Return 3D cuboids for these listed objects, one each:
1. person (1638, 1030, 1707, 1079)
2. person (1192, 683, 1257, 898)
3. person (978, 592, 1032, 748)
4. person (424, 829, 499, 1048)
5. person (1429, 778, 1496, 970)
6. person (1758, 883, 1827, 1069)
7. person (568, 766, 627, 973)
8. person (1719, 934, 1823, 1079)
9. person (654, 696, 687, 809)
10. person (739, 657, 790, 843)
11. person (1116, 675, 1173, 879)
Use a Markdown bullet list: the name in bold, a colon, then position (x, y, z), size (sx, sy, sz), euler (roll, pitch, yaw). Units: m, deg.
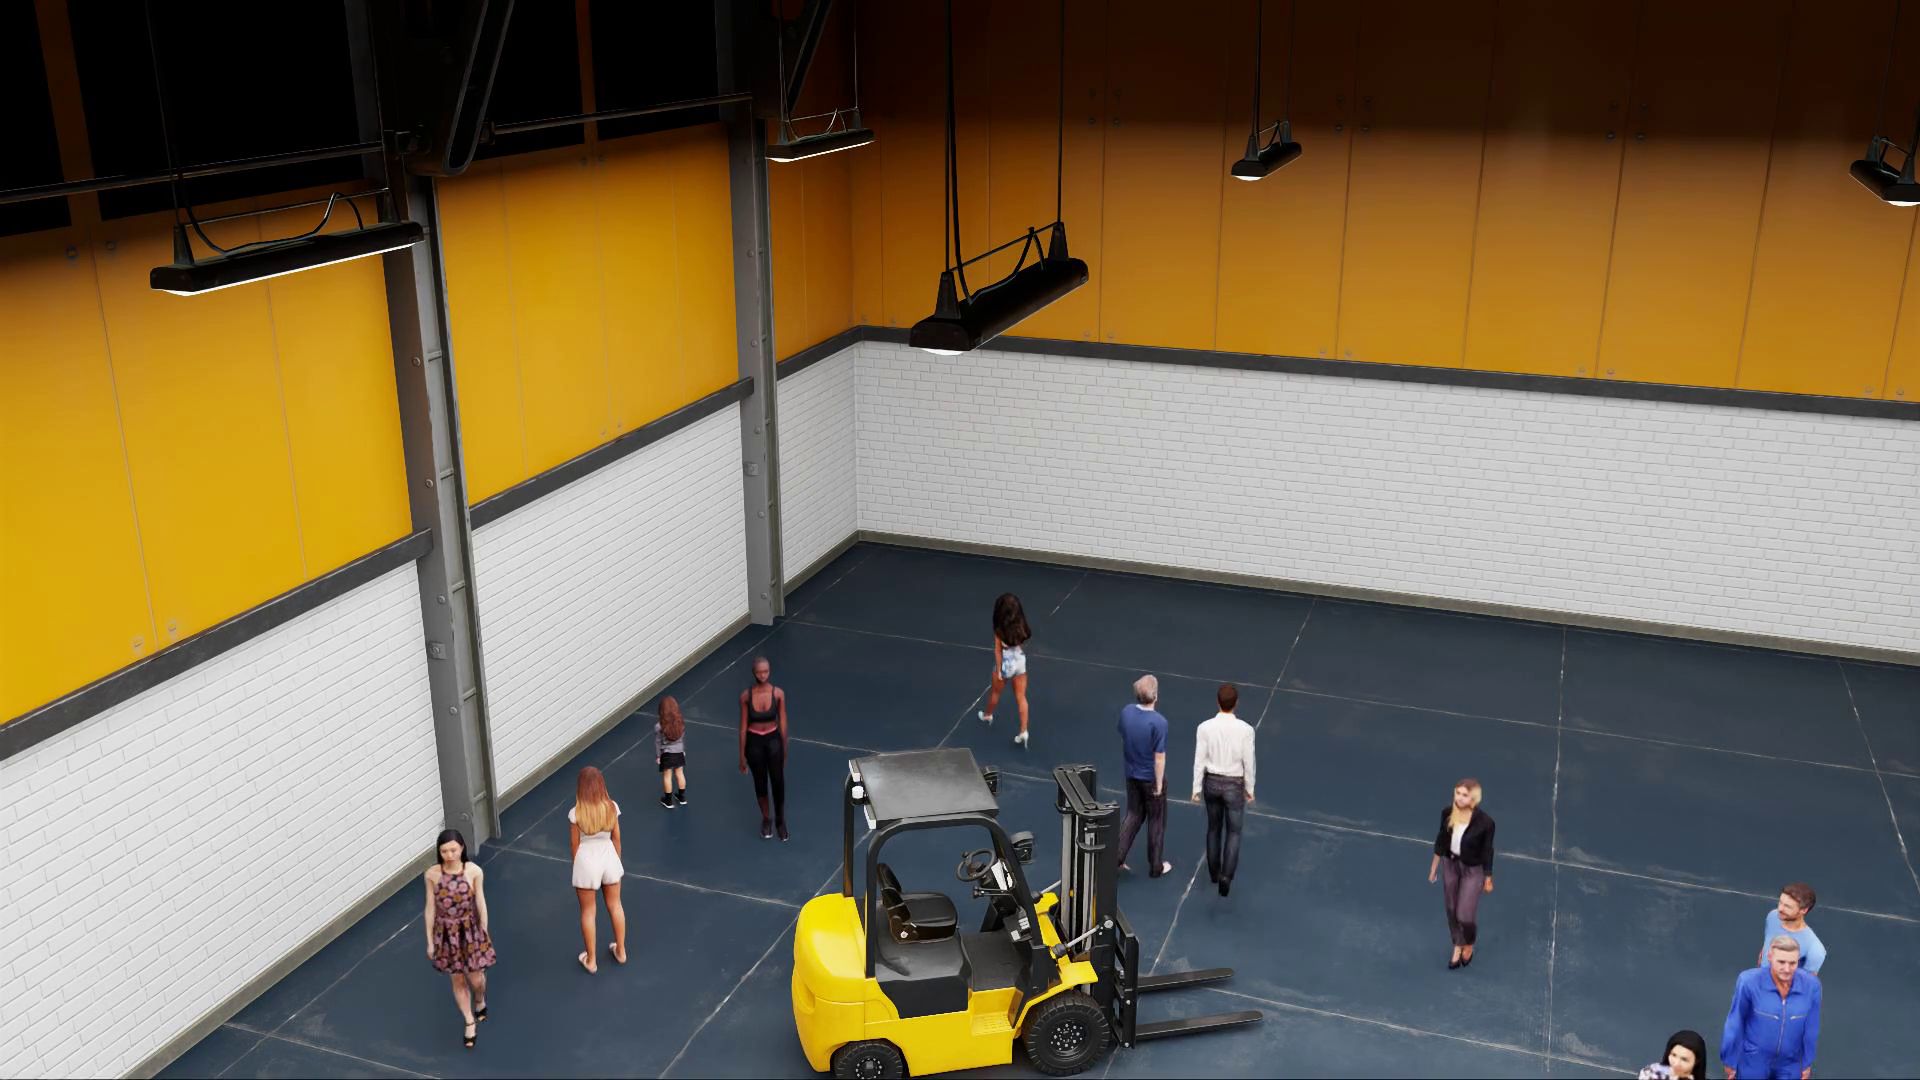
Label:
- **person**: position (4.219, 3.656, 9.907), size (0.911, 1.691, 1.212), euler (17, 25, 40)
- **person**: position (2.243, 2.155, 14.113), size (0.717, 1.852, 0.971), euler (4, 19, 11)
- **person**: position (0.561, 1.353, 16.921), size (1.037, 1.579, 1.008), euler (-13, 22, -33)
- **person**: position (-3.652, 2.865, 12.138), size (0.804, 1.766, 0.867), euler (-3, 19, -9)
- **person**: position (4.002, 2.607, 13.070), size (0.706, 1.662, 0.705), euler (17, 25, 41)
- **person**: position (5.607, 3.119, 11.254), size (0.963, 1.850, 0.945), euler (-4, 19, -12)
- **person**: position (-2.863, 2.579, 13.106), size (0.671, 1.690, 0.739), euler (-10, 21, -27)
- **person**: position (5.203, 3.302, 10.765), size (0.809, 1.815, 0.786), euler (3, 19, 8)
- **person**: position (-2.739, 1.996, 15.754), size (0.497, 1.107, 0.589), euler (-15, 24, -37)
- **person**: position (-1.790, 1.857, 15.164), size (0.718, 1.746, 0.763), euler (-2, 19, -6)
- **person**: position (1.532, 2.069, 14.382), size (0.931, 1.844, 0.837), euler (-18, 25, -42)
